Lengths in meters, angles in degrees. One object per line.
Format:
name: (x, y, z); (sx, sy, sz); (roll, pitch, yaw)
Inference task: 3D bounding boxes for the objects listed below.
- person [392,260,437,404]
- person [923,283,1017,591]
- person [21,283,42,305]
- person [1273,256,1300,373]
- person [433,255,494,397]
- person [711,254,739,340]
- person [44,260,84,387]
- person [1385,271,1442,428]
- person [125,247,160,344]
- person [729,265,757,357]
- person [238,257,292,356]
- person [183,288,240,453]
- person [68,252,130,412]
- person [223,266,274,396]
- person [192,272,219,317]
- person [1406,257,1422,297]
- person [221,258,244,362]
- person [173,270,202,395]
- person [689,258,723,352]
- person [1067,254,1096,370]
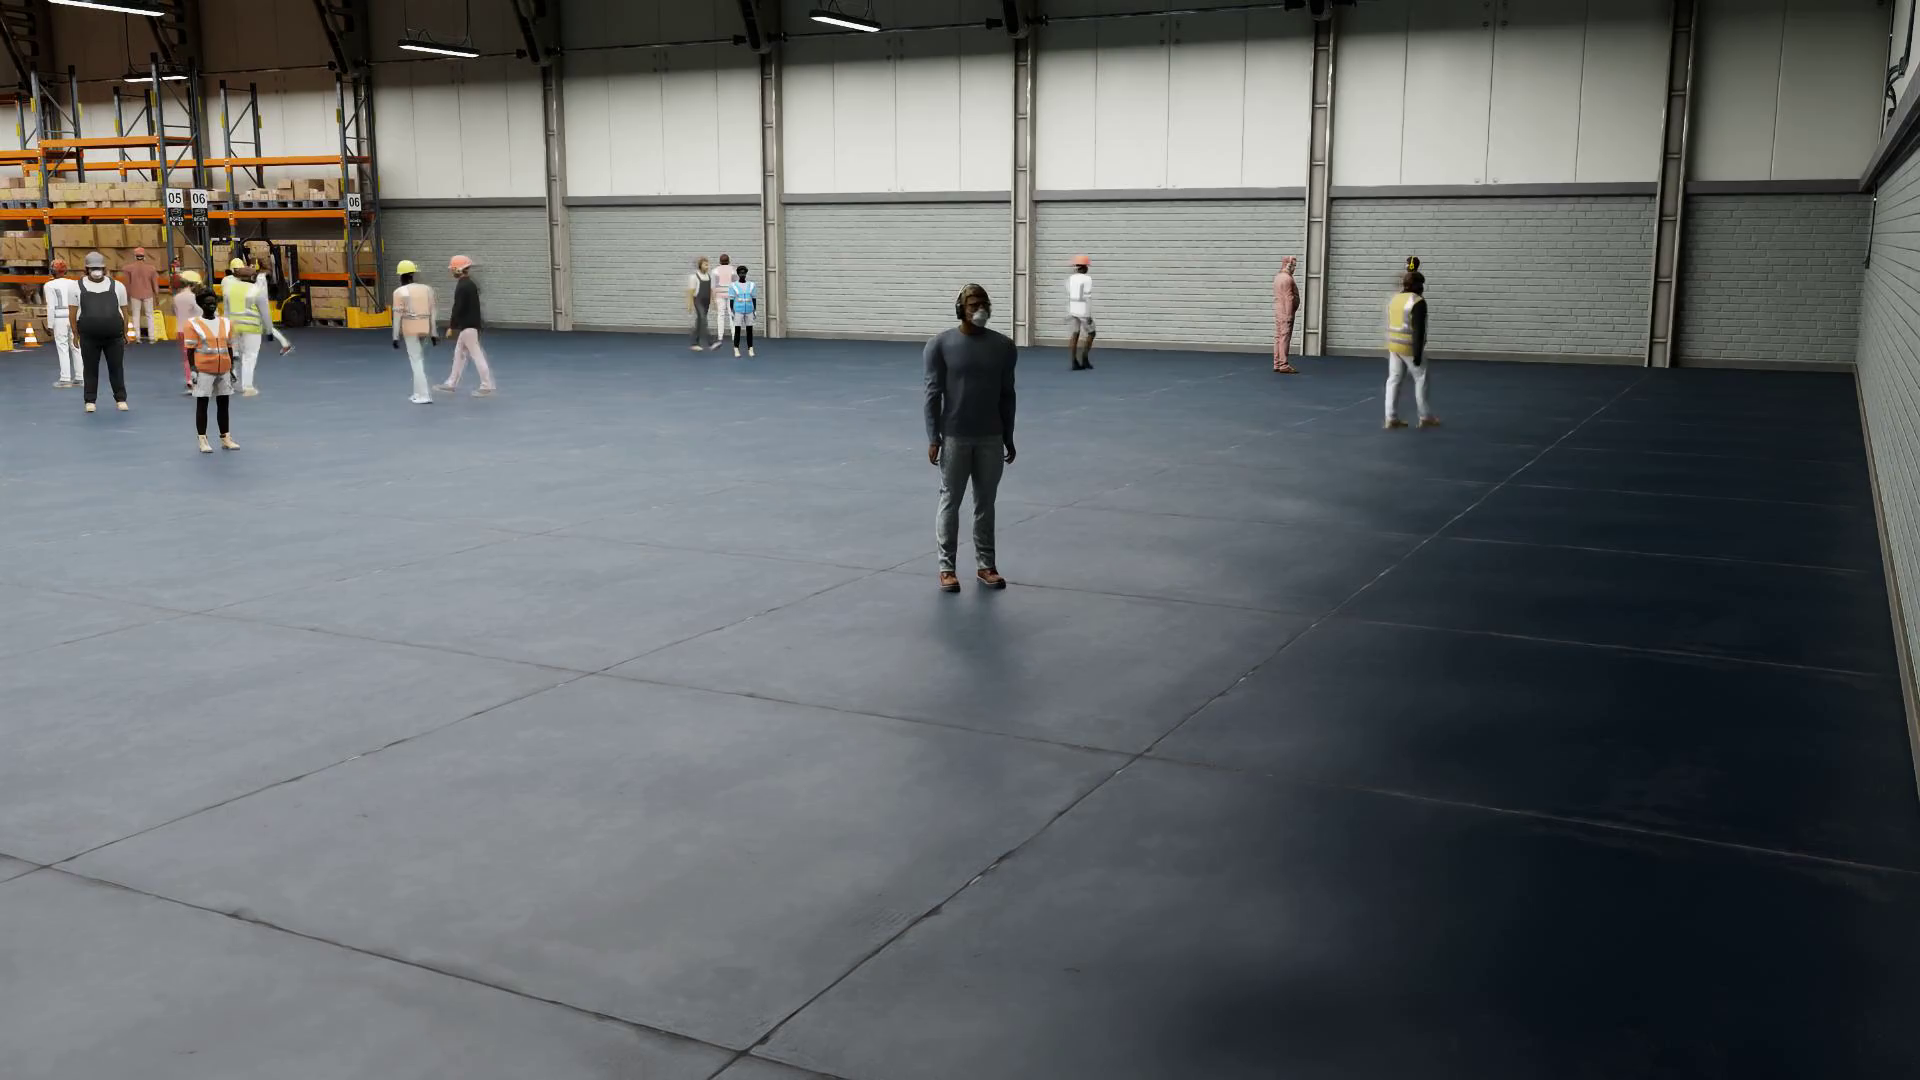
person: (-7.349, -2.778, 22.269); (0.691, 1.899, 0.614); (6, 12, 30)
person: (0.075, -0.648, 10.559); (0.632, 1.940, 0.372); (-4, 11, -21)
person: (-23.104, -6.139, 41.419); (0.879, 1.588, 0.539); (6, 12, 31)
person: (5.344, -3.681, 27.196); (0.410, 1.905, 0.641); (-1, 10, -5)
person: (-6.966, -2.961, 23.107); (0.953, 1.948, 0.634); (-1, 10, -4)
person: (-5.019, -5.206, 35.674); (0.627, 1.844, 0.429); (-1, 10, -8)
person: (-13.265, -3.201, 24.629); (0.355, 1.883, 0.575); (4, 11, 21)
person: (5.315, -2.203, 19.362); (0.784, 1.815, 0.661); (-4, 11, -21)
person: (-16.895, -5.041, 34.375); (0.638, 1.985, 0.410); (-5, 11, -24)
person: (-4.002, -4.213, 30.679); (0.529, 1.689, 0.321); (-4, 11, -22)
person: (-12.996, -4.346, 31.020); (0.918, 1.836, 0.530); (-5, 12, -27)
person: (-7.761, -1.756, 17.262); (0.318, 1.697, 0.534); (7, 13, 35)
person: (-10.940, -2.648, 21.185); (0.689, 2.000, 0.537); (-6, 12, -31)
person: (-9.935, -2.921, 23.328); (0.640, 1.815, 0.621); (4, 11, 19)
person: (-10.880, -2.979, 23.870); (0.498, 1.716, 0.505); (-6, 12, -29)
person: (7.997, -4.066, 29.400); (0.310, 1.864, 0.533); (6, 12, 28)
person: (-12.819, -4.091, 29.620); (0.404, 1.833, 0.587); (6, 12, 30)
person: (-10.785, -2.902, 23.354); (0.538, 1.741, 0.386); (5, 11, 23)
person: (-4.887, -4.510, 32.011); (0.977, 1.787, 0.516); (8, 13, 36)
person: (2.055, -3.785, 27.709); (0.530, 1.919, 0.580); (-9, 13, -39)
